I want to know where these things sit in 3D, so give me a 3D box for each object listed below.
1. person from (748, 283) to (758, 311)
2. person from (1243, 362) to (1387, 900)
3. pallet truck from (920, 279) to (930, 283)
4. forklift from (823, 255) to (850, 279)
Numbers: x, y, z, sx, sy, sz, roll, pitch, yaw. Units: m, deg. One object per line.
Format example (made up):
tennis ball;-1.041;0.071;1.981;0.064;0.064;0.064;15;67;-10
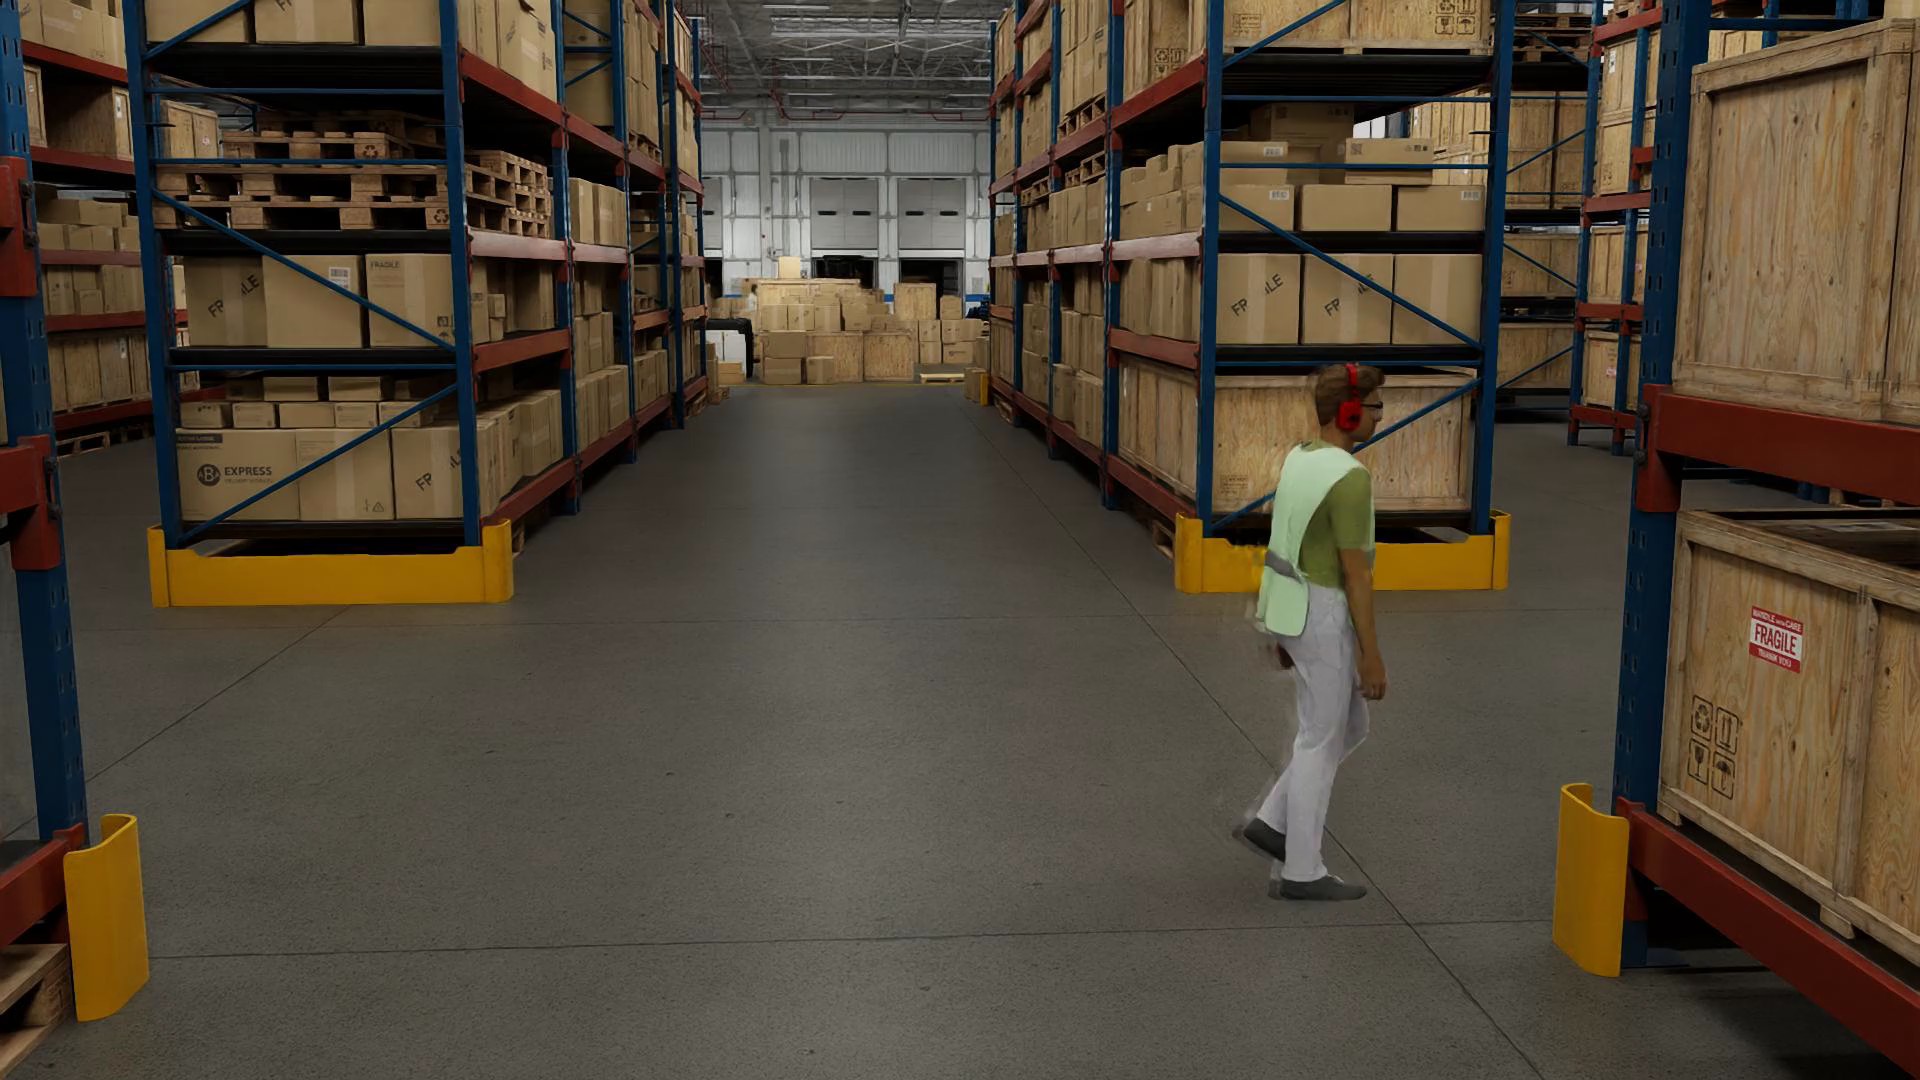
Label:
person;-5.631;-5.981;44.925;0.787;1.915;0.634;1;9;8
person;1.230;0.324;5.595;0.446;1.831;0.586;0;9;-2
pallet truck;-0.932;-8.922;63.114;1.885;1.965;0.823;2;9;13
forklift;-4.347;-8.652;58.655;1.129;2.768;1.873;-6;11;-31
